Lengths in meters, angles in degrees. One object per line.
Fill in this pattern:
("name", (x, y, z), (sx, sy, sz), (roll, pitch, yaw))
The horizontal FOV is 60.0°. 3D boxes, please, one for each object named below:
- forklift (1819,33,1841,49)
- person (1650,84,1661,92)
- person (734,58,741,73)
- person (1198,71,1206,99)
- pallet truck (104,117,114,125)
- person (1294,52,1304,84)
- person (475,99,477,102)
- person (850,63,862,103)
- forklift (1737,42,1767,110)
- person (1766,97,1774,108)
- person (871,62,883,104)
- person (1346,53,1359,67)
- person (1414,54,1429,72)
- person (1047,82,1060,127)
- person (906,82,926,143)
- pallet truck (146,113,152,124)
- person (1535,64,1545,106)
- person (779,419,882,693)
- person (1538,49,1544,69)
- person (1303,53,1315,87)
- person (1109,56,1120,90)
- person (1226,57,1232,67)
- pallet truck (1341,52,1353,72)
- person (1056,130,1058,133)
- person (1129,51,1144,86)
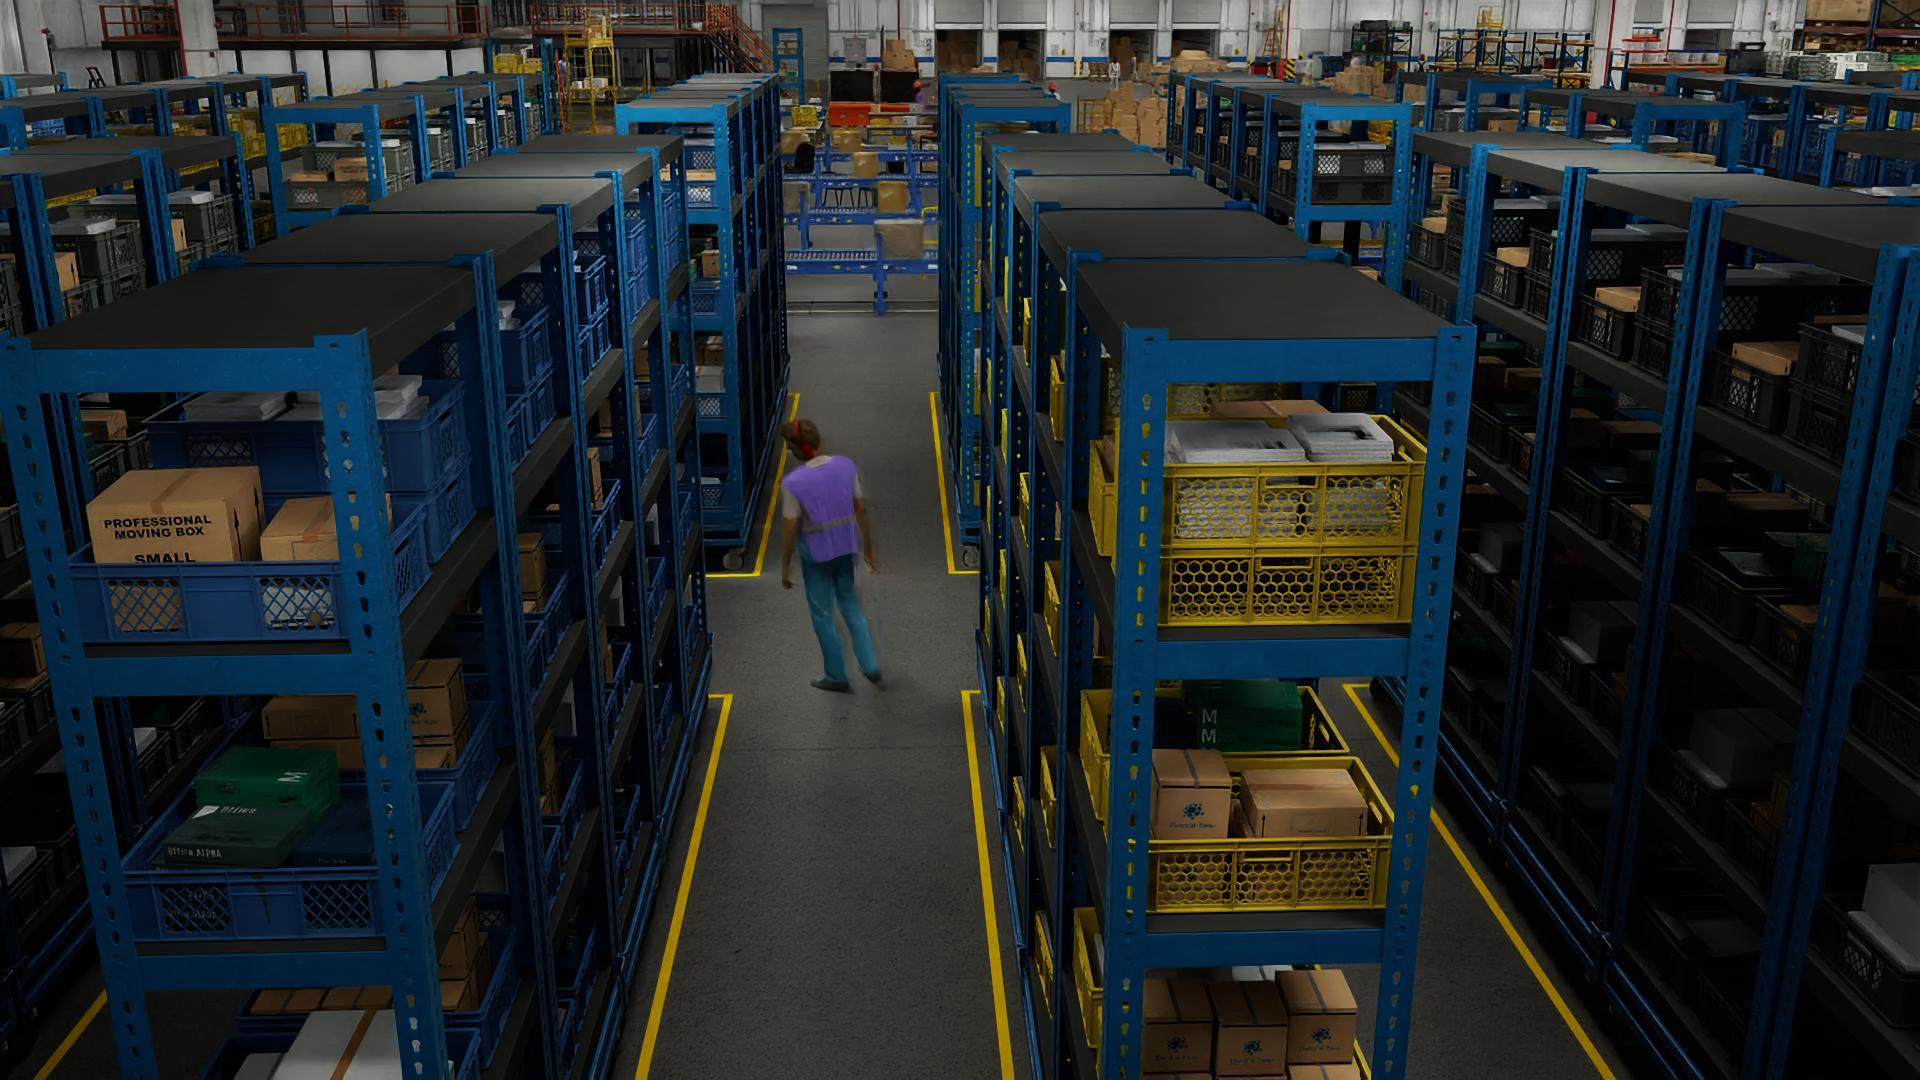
("forklift", (43.982, -24.305, 84.475), (1.129, 2.768, 1.873), (-1, 18, -2))
("person", (26.999, -17.386, 64.590), (0.547, 1.940, 0.725), (8, 20, 23))
("person", (-11.642, -24.597, 87.057), (0.434, 1.828, 0.519), (14, 22, 36))
("person", (8.971, -16.592, 62.238), (0.997, 1.854, 0.582), (2, 18, 5))
("pallet truck", (-18.367, -7.885, 35.078), (1.885, 1.965, 0.823), (1, 18, 2))
("person", (17.089, -23.580, 83.774), (0.583, 1.921, 0.390), (-10, 20, -27))
("person", (-16.167, -14.305, 55.402), (0.796, 1.712, 0.485), (0, 18, 0))
("person", (-4.409, -19.160, 70.166), (0.667, 1.879, 0.636), (-15, 23, -39))
("forklift", (31.112, -18.223, 65.654), (1.129, 2.768, 1.873), (-1, 18, -2))
("person", (31.396, -17.165, 64.363), (0.312, 1.642, 0.512), (3, 18, 10))
("person", (-3.460, -18.941, 69.423), (0.558, 1.922, 0.419), (-11, 21, -31))
("person", (19.971, -23.846, 84.651), (0.997, 1.896, 0.633), (-12, 21, -32))
("person", (21.438, -21.558, 77.319), (0.684, 2.000, 0.538), (6, 19, 19))
("person", (2.807, -13.028, 51.011), (0.610, 1.986, 0.392), (-8, 20, -23))
("person", (-1.399, -13.622, 53.000), (0.947, 1.890, 0.546), (0, 18, 0))
("pallet truck", (-18.087, -8.309, 36.390), (1.885, 1.965, 0.823), (-1, 18, -4))
("person", (24.099, -18.867, 69.287), (0.535, 1.860, 0.331), (-9, 20, -25))
("person", (-0.864, 0.107, 10.655), (0.604, 1.803, 0.451), (-15, 23, -39))
("person", (31.465, -25.663, 90.209), (0.381, 1.923, 0.592), (1, 18, 3))
("person", (17.493, -23.325, 82.992), (0.966, 1.900, 0.612), (-14, 23, -37))
("person", (7.306, -21.903, 78.660), (0.573, 1.877, 0.353), (-6, 19, -18))
("person", (12.533, -21.765, 78.279), (0.956, 1.848, 0.586), (-13, 22, -35))
("pallet truck", (18.794, -23.123, 82.231), (0.823, 1.965, 1.885), (-13, 22, -35))
("person", (2.054, -8.239, 36.754), (0.498, 1.634, 0.279), (-5, 19, -16))
("person", (9.398, -25.225, 89.017), (0.961, 1.817, 0.551), (7, 19, 21))
